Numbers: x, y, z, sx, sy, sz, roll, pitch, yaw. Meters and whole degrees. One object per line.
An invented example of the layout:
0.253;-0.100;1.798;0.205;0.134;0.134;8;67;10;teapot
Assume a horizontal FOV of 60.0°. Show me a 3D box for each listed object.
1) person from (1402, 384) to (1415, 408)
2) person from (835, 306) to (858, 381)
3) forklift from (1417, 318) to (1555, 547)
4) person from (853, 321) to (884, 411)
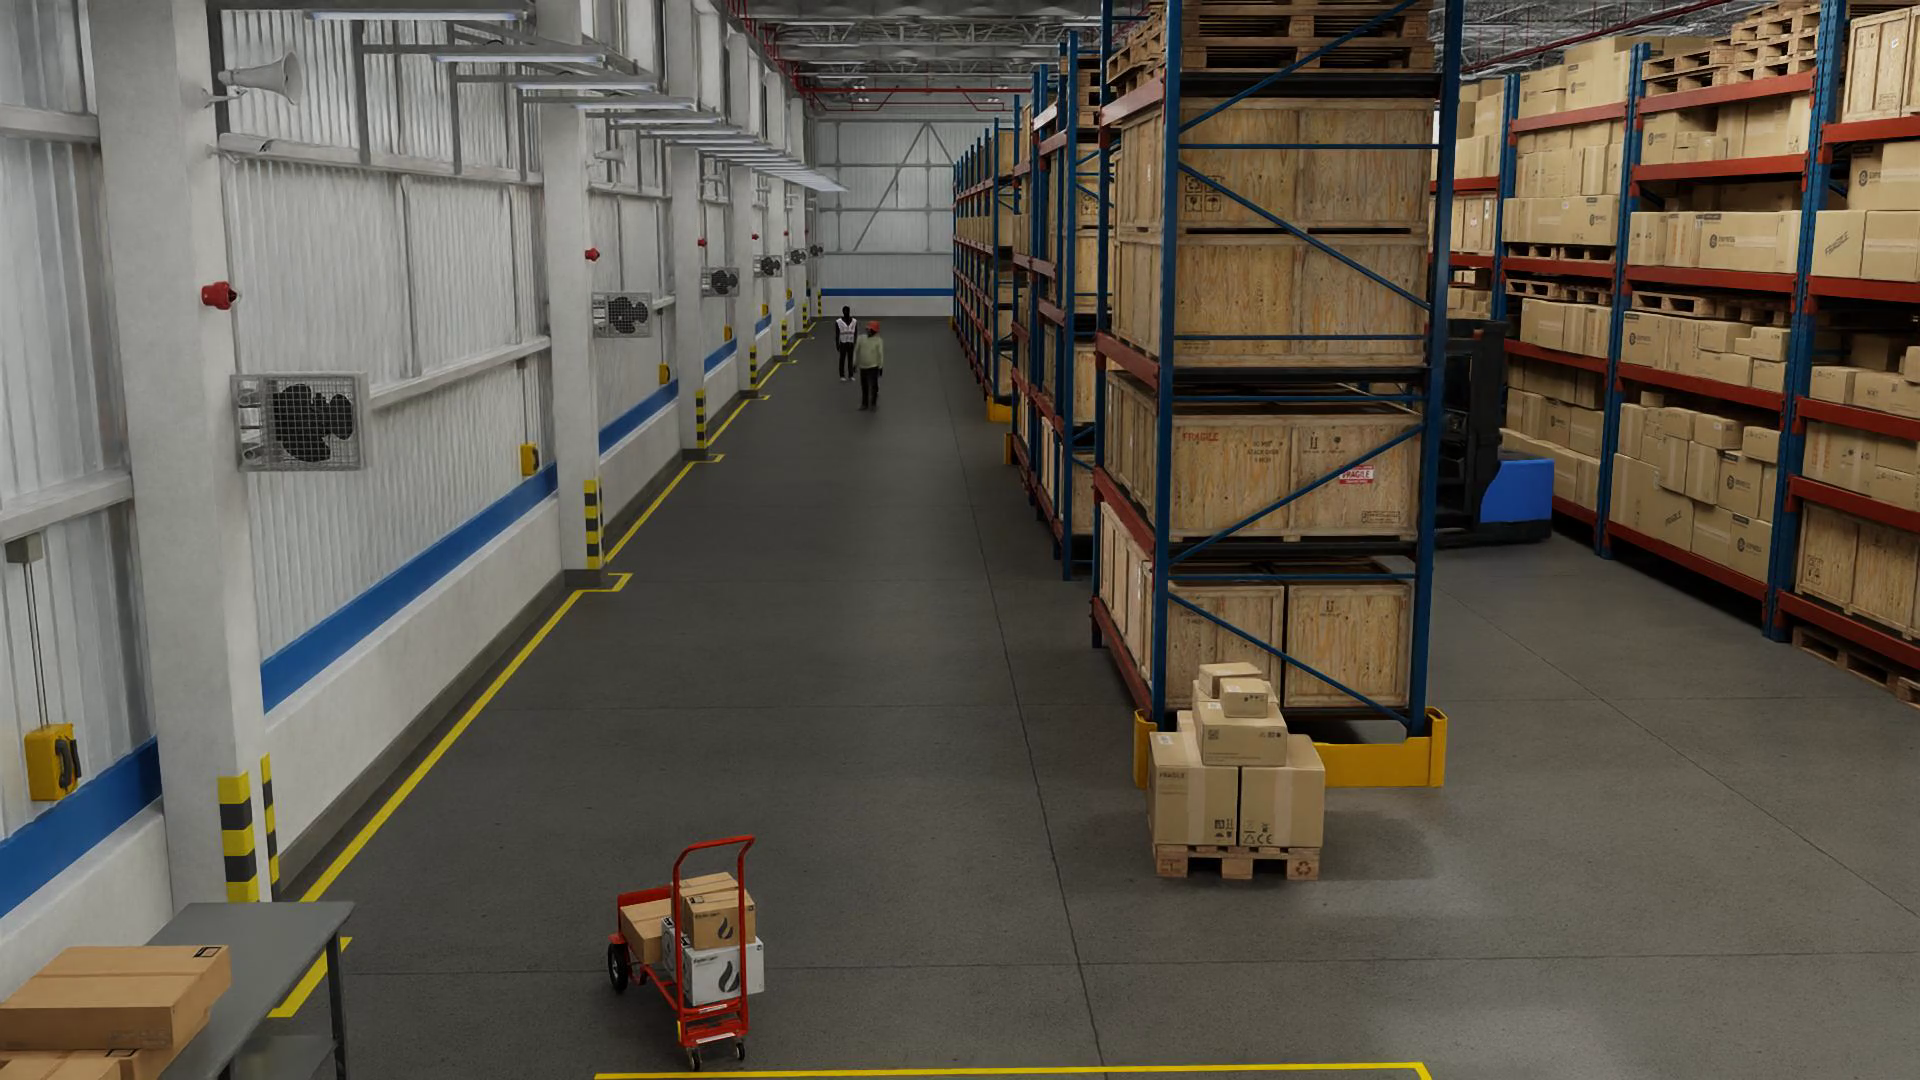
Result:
8.750;-2.919;32.382;0.843;1.581;0.522;5;12;23;person
-2.898;-5.010;42.453;0.586;1.913;0.397;-5;12;-26;person
6.516;-1.399;21.126;1.873;2.768;1.129;-3;11;-13;forklift
-1.959;-3.728;35.678;0.677;1.946;0.488;2;11;12;person
